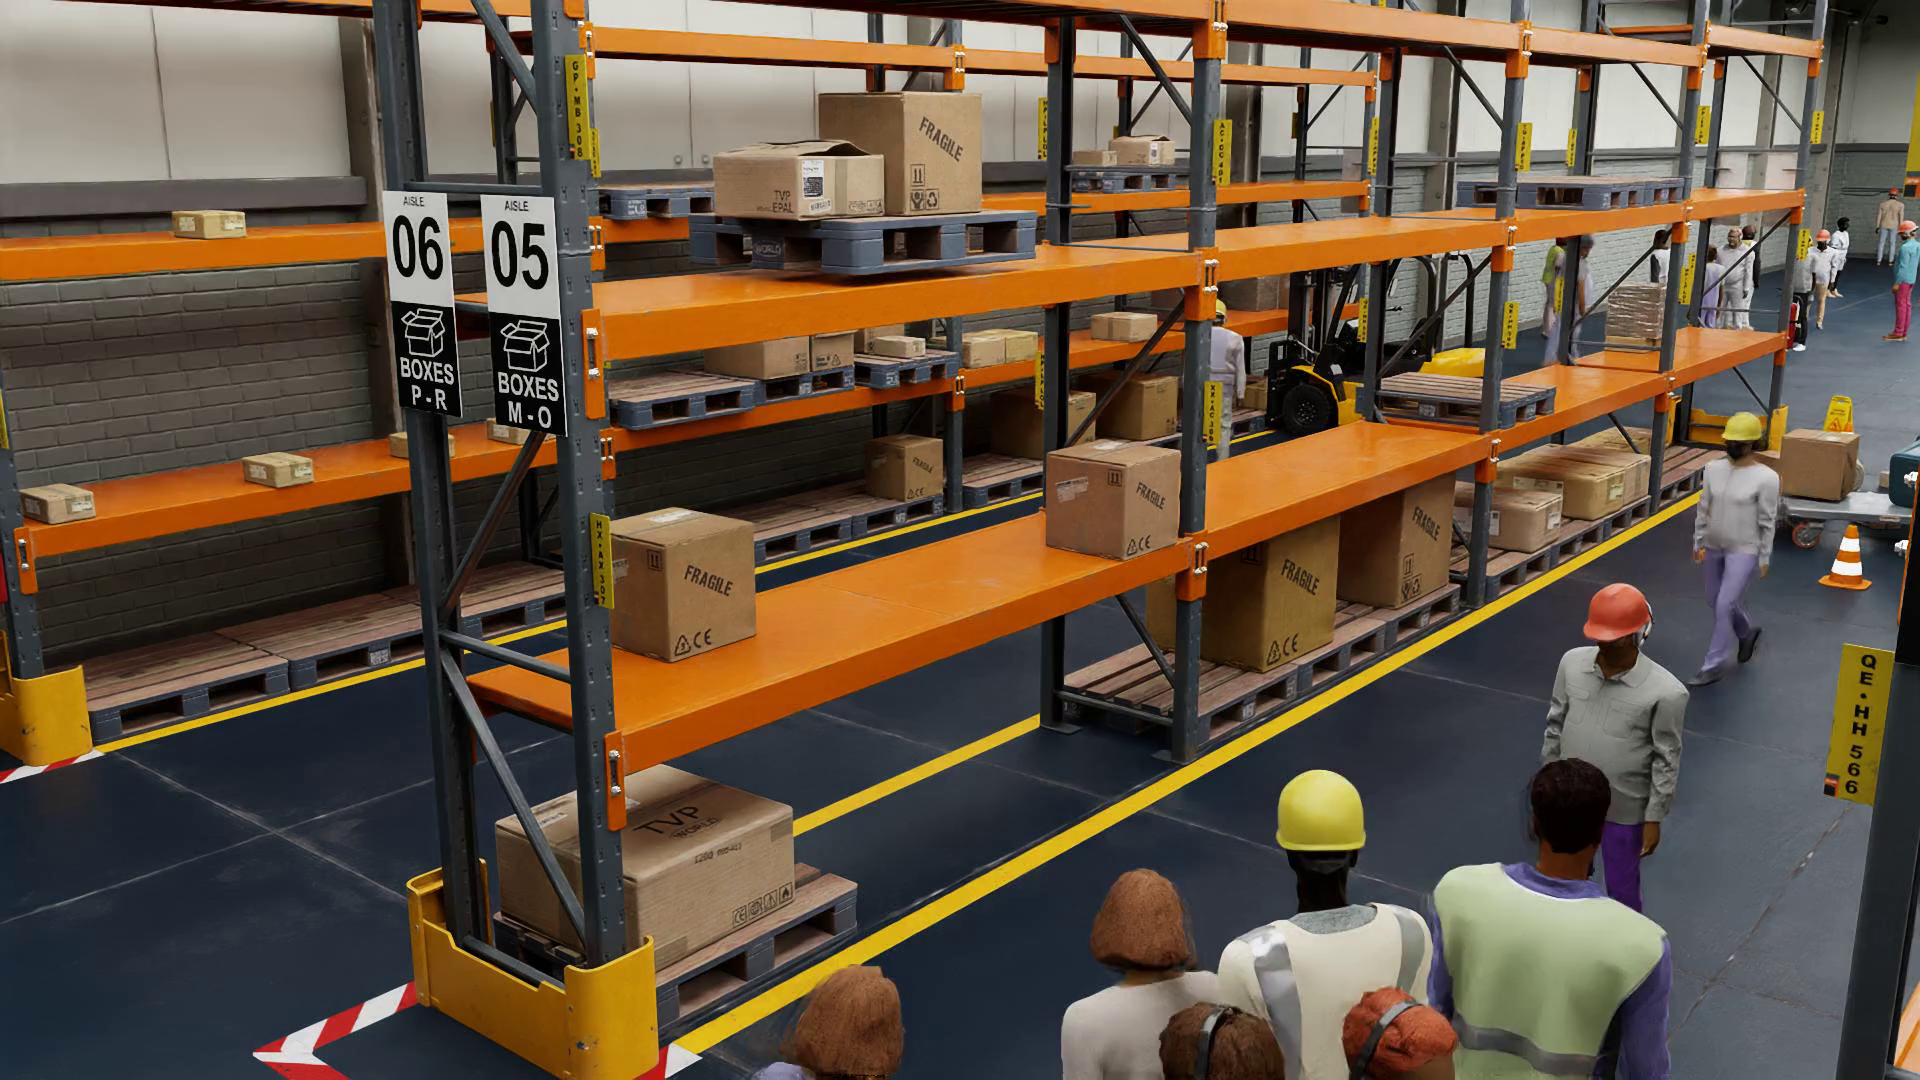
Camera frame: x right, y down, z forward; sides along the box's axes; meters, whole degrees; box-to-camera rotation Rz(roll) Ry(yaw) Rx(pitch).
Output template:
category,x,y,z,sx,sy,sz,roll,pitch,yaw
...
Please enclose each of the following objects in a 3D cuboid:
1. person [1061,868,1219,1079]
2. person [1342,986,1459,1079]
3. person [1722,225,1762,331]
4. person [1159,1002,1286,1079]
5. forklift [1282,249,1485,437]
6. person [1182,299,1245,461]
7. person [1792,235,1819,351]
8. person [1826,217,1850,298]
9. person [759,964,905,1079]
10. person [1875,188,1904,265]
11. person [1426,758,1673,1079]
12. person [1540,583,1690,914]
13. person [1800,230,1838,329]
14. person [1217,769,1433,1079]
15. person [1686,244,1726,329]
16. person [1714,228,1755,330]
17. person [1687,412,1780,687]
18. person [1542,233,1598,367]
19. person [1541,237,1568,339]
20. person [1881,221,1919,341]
category,x,y,z,sx,sy,sz,roll,pitch,yaw
person,0.420,1.615,4.379,0.520,1.608,0.581,-7,15,-25
person,0.762,1.733,3.417,0.578,1.848,0.580,-8,16,-30
person,13.749,-4.586,29.183,0.436,1.840,0.656,-7,15,-26
person,0.451,1.756,3.402,0.930,1.800,0.628,10,17,34
forklift,4.886,-2.214,18.767,2.313,2.155,1.214,11,18,38
person,2.531,-1.496,16.643,0.609,1.814,0.437,2,14,9
person,13.381,-3.947,26.520,0.327,1.864,0.507,-7,16,-28
person,18.436,-5.927,34.927,0.530,1.689,0.322,-10,17,-36
person,-0.254,1.741,3.920,0.887,1.576,0.501,-13,19,-43
person,24.350,-8.207,43.579,0.624,1.992,0.386,8,16,29
person,1.504,1.483,4.333,0.645,1.886,0.586,11,18,38
person,2.533,1.007,6.575,0.332,1.746,0.559,-11,17,-37
person,15.178,-4.605,29.425,0.561,1.745,0.339,7,16,27
person,0.876,1.503,4.190,0.594,1.921,0.372,-5,15,-21
person,10.848,-3.380,24.232,0.514,1.845,0.337,-3,14,-10
person,12.676,-4.175,27.377,0.639,1.899,0.395,13,19,43
person,4.931,0.036,10.540,0.746,1.744,0.530,-8,16,-29
person,9.060,-3.554,24.540,0.790,2.000,0.708,3,14,12
person,9.988,-4.290,27.964,0.382,1.837,0.568,2,14,6
person,15.769,-4.329,27.804,0.608,1.989,0.387,-13,19,-42
